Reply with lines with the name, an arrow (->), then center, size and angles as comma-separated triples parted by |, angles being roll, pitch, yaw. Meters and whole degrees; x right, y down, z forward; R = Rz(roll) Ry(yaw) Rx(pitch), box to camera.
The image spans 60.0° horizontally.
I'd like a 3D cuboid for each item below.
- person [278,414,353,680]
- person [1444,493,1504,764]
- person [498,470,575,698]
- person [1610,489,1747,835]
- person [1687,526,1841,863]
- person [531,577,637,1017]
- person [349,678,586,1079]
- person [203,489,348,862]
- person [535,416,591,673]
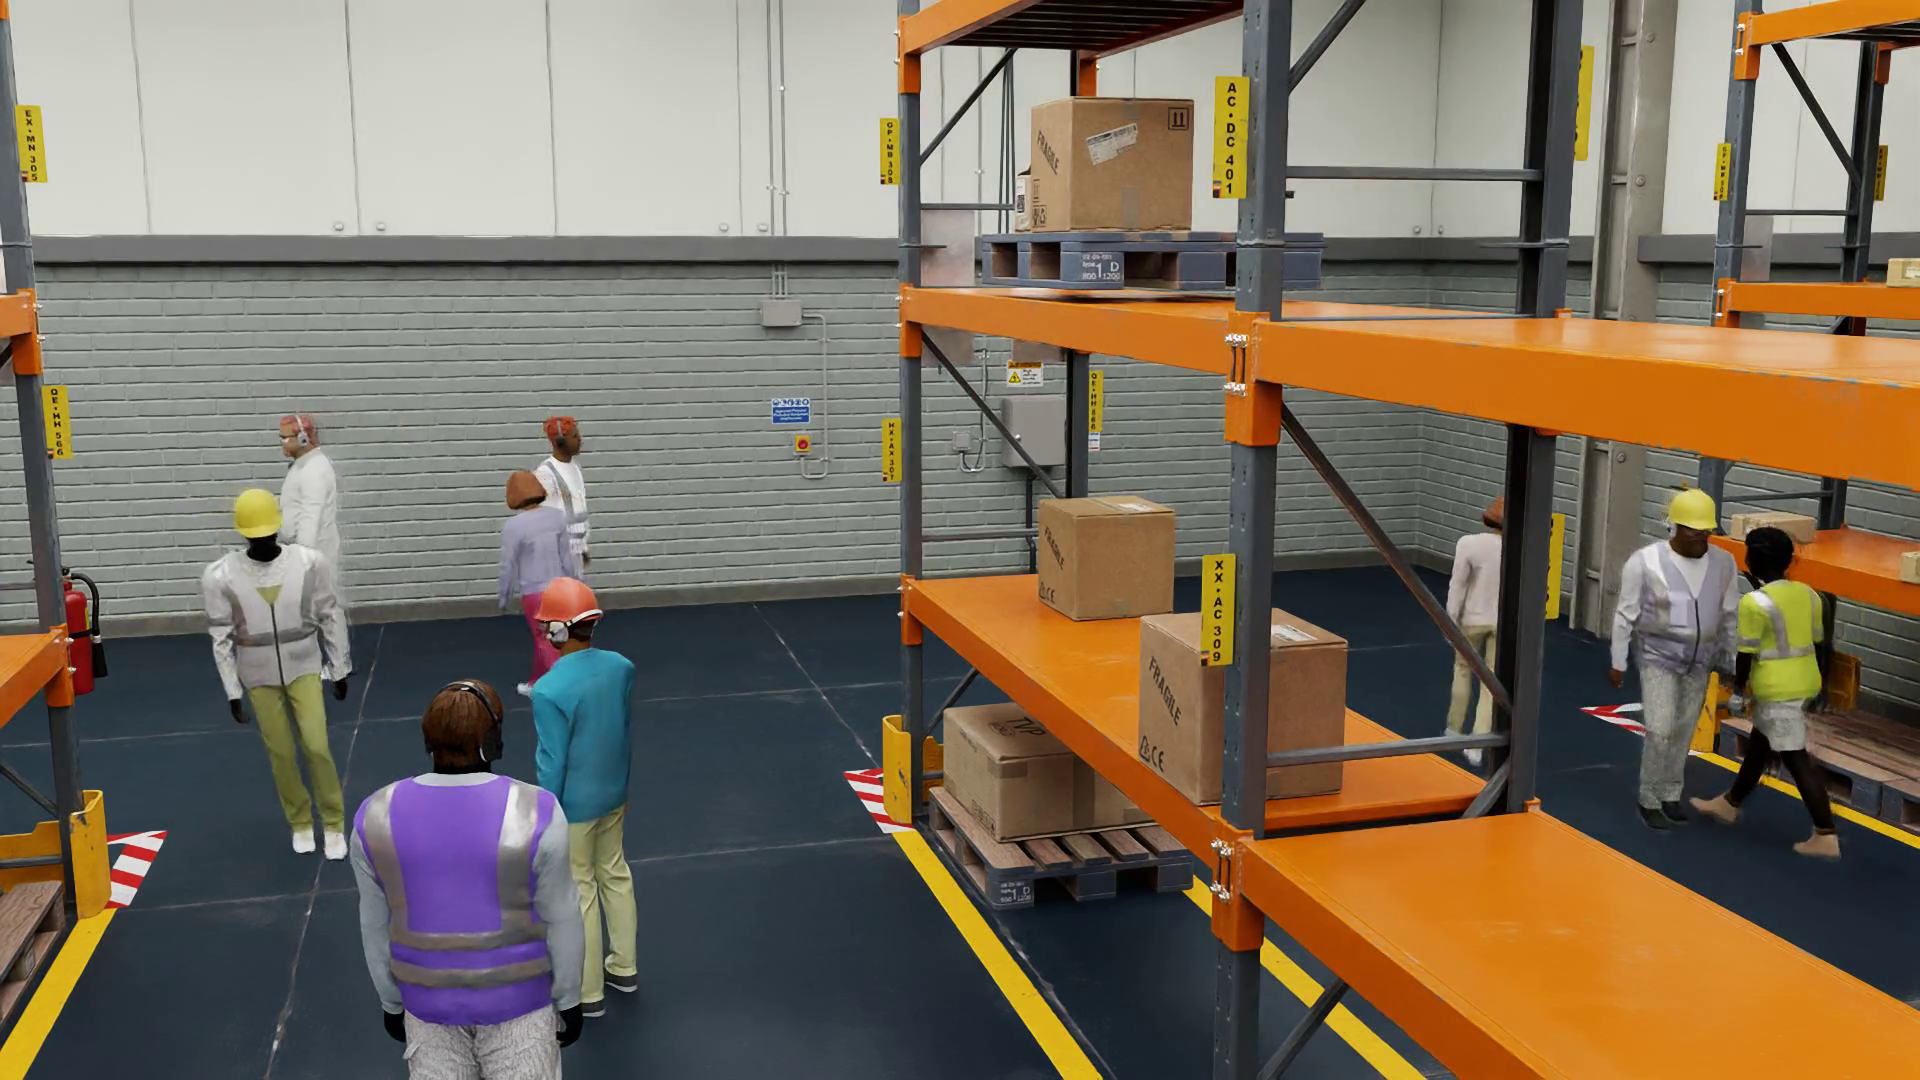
person -> -4.659, 0.073, 11.580 | 0.766, 1.881, 0.677 | -5, 11, -28
person -> 3.163, 0.503, 9.951 | 0.528, 1.595, 0.702 | 2, 10, 13
person -> -2.820, 0.334, 10.895 | 0.779, 1.595, 0.517 | 7, 12, 35
person -> 3.744, 0.633, 8.608 | 0.632, 1.810, 0.566 | -1, 10, -5
person -> 4.126, 0.751, 8.393 | 0.534, 1.638, 0.868 | -7, 12, -35
person -> -1.520, 1.012, 6.621 | 0.343, 1.749, 0.572 | 4, 11, 24
person -> -1.371, 1.296, 4.755 | 0.627, 1.844, 0.429 | 0, 10, 1
person -> -3.347, 0.674, 8.188 | 0.618, 1.888, 0.637 | -4, 11, -22
person -> -2.755, 0.073, 11.622 | 0.348, 1.880, 0.615 | 1, 10, 8
